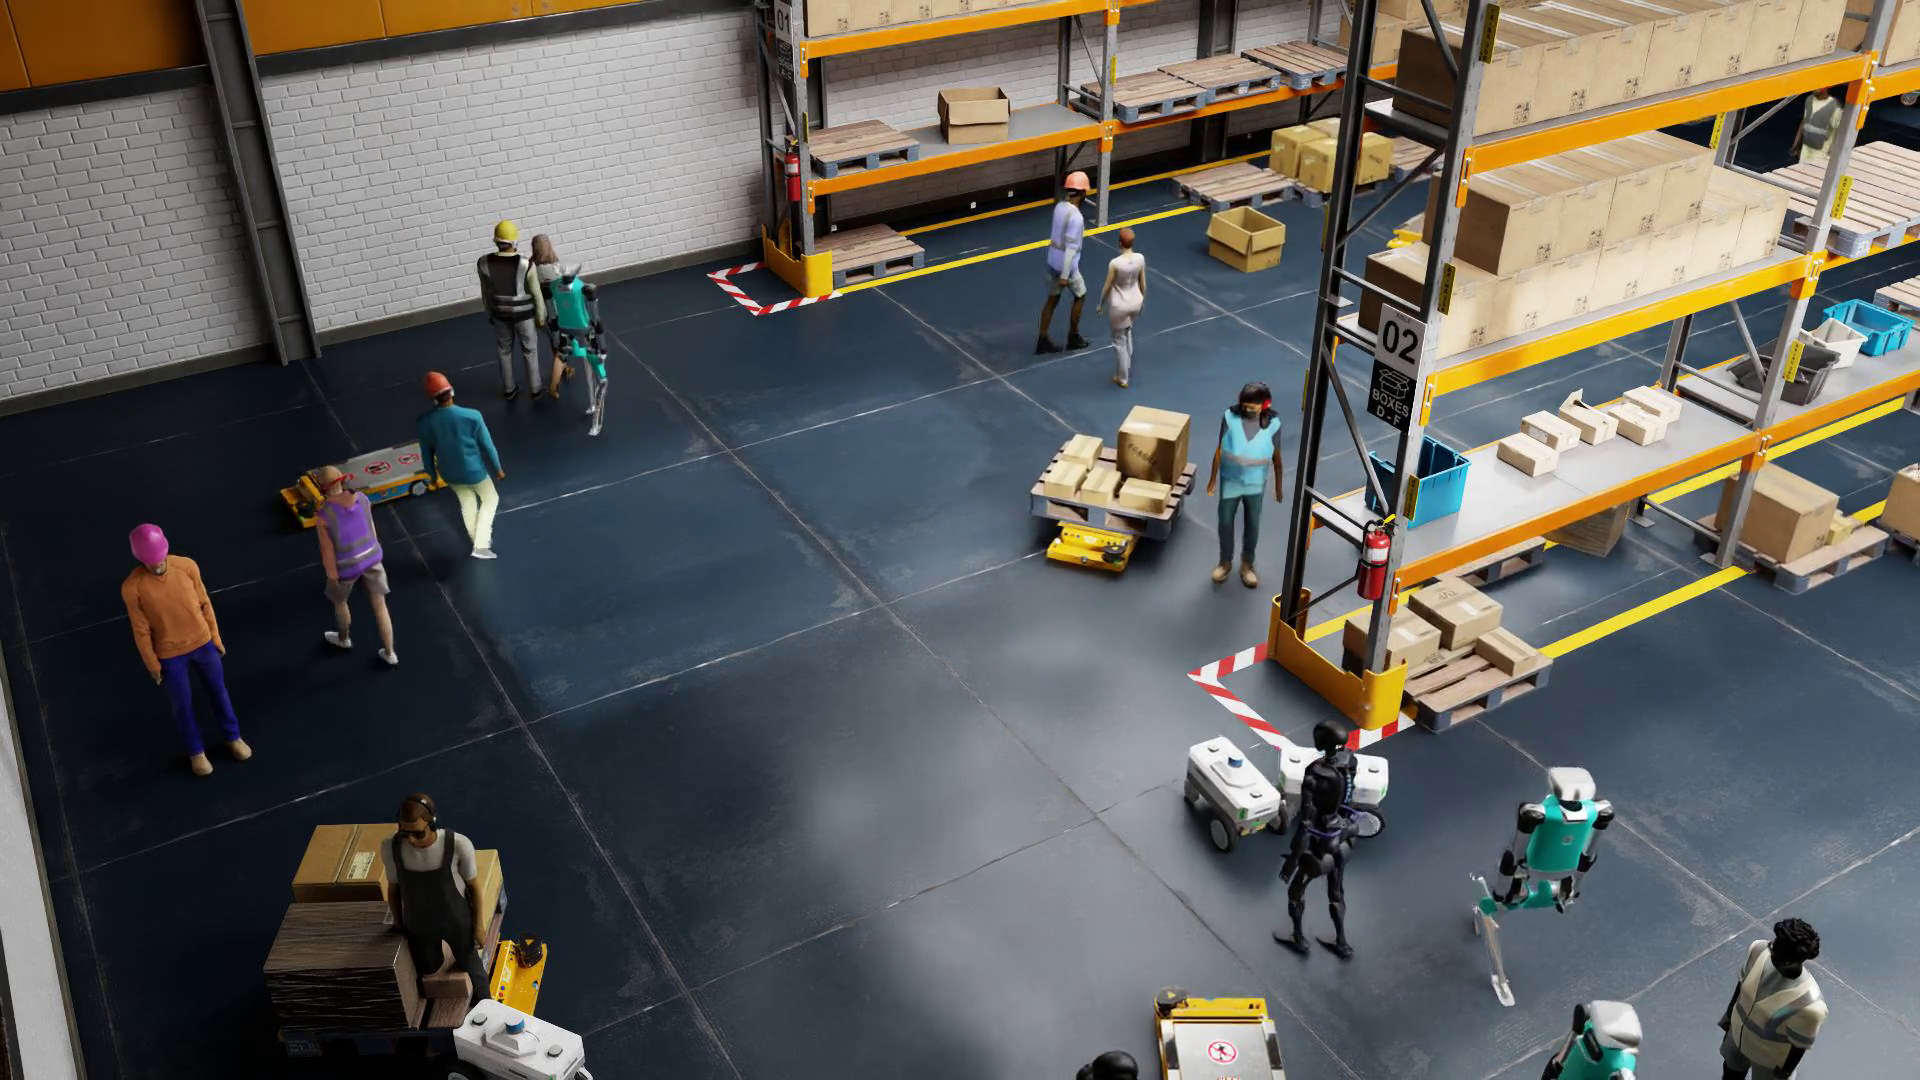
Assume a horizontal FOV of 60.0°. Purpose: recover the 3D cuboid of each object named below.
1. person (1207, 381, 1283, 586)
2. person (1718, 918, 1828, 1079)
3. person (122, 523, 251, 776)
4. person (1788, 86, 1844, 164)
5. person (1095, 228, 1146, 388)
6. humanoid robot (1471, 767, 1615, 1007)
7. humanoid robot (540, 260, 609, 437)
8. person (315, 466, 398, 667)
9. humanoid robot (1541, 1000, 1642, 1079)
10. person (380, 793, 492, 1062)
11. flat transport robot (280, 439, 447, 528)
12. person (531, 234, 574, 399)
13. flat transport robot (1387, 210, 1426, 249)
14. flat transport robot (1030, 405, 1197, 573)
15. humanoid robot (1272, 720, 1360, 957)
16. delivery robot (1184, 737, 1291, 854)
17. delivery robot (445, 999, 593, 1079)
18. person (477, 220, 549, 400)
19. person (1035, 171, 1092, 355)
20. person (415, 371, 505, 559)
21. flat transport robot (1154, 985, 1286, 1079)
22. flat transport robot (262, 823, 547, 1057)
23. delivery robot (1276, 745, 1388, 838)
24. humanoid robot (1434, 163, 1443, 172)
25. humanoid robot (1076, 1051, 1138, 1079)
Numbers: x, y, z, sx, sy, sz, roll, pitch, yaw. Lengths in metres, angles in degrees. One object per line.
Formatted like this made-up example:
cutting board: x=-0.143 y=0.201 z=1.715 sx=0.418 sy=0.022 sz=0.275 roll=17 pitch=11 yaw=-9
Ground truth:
person: x=2.294 y=-0.465 z=13.339 sx=0.599 sy=1.857 sz=0.424 roll=8 pitch=33 yaw=12
person: x=4.142 y=2.599 z=8.596 sx=0.320 sy=1.693 sz=0.532 roll=-8 pitch=33 yaw=-12
person: x=-5.300 y=0.725 z=11.327 sx=0.520 sy=1.973 sz=0.399 roll=-26 pitch=40 yaw=-35
person: x=10.406 y=-4.768 z=20.239 sx=0.438 sy=1.805 sz=0.602 roll=-7 pitch=33 yaw=-11
person: x=1.569 y=-2.334 z=16.504 sx=0.455 sy=1.644 sz=0.555 roll=-15 pitch=35 yaw=-23
humanoid robot: x=3.281 y=1.916 z=9.727 sx=0.546 sy=1.859 sz=0.836 roll=-3 pitch=32 yaw=-5
humanoid robot: x=-3.537 y=-1.902 z=15.743 sx=0.532 sy=1.770 sz=0.825 roll=4 pitch=32 yaw=7
person: x=-4.605 y=0.155 z=12.517 sx=0.802 sy=1.661 sz=0.505 roll=26 pitch=40 yaw=35
humanoid robot: x=2.724 y=2.938 z=8.054 sx=0.801 sy=1.796 sz=0.530 roll=-2 pitch=32 yaw=-3
person: x=-2.873 y=2.134 z=9.199 sx=0.507 sy=1.844 sz=0.346 roll=-3 pitch=32 yaw=-4
flat transport robot: x=-5.284 y=-0.526 z=14.922 sx=1.431 sy=0.231 sz=0.659 roll=-21 pitch=38 yaw=-29
person: x=-4.014 y=-2.204 z=16.307 sx=0.502 sy=1.626 sz=0.789 roll=5 pitch=32 yaw=7
flat transport robot: x=5.772 y=-3.726 z=20.027 sx=0.659 sy=0.231 sz=1.431 roll=23 pitch=39 yaw=32
flat transport robot: x=1.297 y=-0.207 z=14.413 sx=0.659 sy=0.231 sz=1.431 roll=12 pitch=34 yaw=18
humanoid robot: x=2.197 y=1.807 z=9.891 sx=0.464 sy=1.636 sz=0.599 roll=28 pitch=41 yaw=37
delivery robot: x=1.828 y=1.667 z=11.143 sx=0.499 sy=0.581 sz=0.774 roll=-14 pitch=35 yaw=-21
delivery robot: x=-2.453 y=2.857 z=9.250 sx=0.773 sy=0.586 sz=0.499 roll=14 pitch=35 yaw=21
person: x=-4.325 y=-2.220 z=16.168 sx=0.595 sy=1.821 sz=0.404 roll=2 pitch=32 yaw=4
person: x=1.089 y=-2.829 z=17.081 sx=0.756 sy=1.876 sz=0.565 roll=-14 pitch=35 yaw=-22
person: x=-4.073 y=-0.592 z=13.655 sx=0.628 sy=1.716 sz=0.432 roll=4 pitch=32 yaw=7
flat transport robot: x=1.469 y=3.074 z=9.182 sx=0.659 sy=0.231 sz=1.431 roll=0 pitch=32 yaw=0
flat transport robot: x=-3.229 y=2.651 z=9.855 sx=1.431 sy=0.231 sz=0.659 roll=-1 pitch=32 yaw=-2
delivery robot: x=2.532 y=1.645 z=11.208 sx=0.796 sy=0.612 sz=0.499 roll=6 pitch=33 yaw=10
humanoid robot: x=5.501 y=-3.507 z=18.308 sx=0.530 sy=1.773 sz=0.850 roll=22 pitch=38 yaw=30
humanoid robot: x=0.633 y=3.028 z=7.930 sx=0.385 sy=1.647 sz=0.613 roll=-12 pitch=34 yaw=-19
